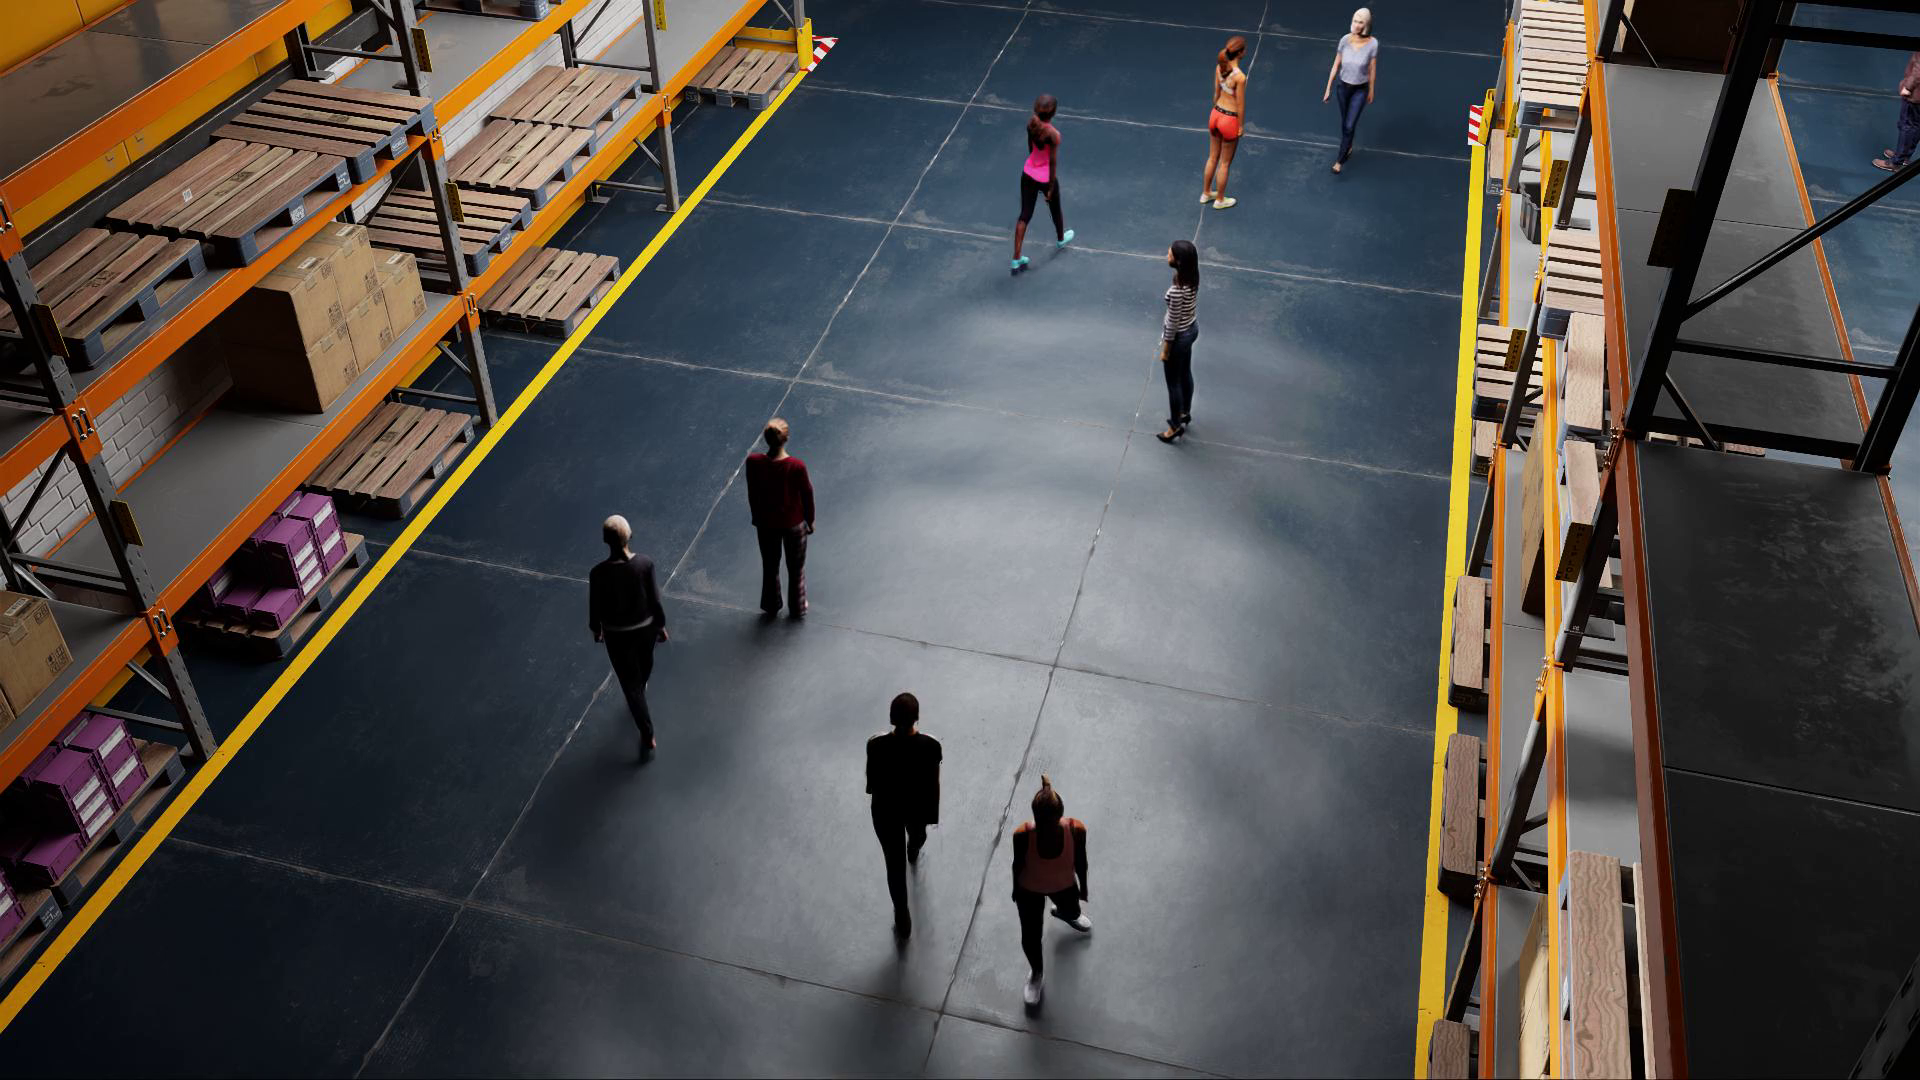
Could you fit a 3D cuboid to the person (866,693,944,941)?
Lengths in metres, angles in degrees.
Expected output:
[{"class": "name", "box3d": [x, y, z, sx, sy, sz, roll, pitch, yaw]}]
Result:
[{"class": "person", "box3d": [-0.329, 1.592, 9.560, 0.843, 1.630, 1.159, -2, 39, -3]}]

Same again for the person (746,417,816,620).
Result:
[{"class": "person", "box3d": [-1.258, -0.156, 11.696, 0.638, 1.697, 0.538, 5, 39, 6]}]

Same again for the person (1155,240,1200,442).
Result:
[{"class": "person", "box3d": [1.776, -1.607, 13.437, 0.673, 1.792, 0.526, 17, 42, 20]}]

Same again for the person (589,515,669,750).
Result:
[{"class": "person", "box3d": [-2.119, 0.611, 10.746, 1.042, 1.683, 1.157, -15, 41, -18]}]

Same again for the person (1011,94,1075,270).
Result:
[{"class": "person", "box3d": [0.689, -3.353, 15.718, 0.844, 1.675, 1.174, 25, 45, 28]}]

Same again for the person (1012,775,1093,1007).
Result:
[{"class": "person", "box3d": [0.486, 1.864, 9.226, 0.868, 1.623, 0.987, -7, 39, -8]}]

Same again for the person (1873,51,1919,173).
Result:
[{"class": "person", "box3d": [10.042, -4.762, 17.345, 0.819, 1.845, 0.928, -30, 47, -32]}]

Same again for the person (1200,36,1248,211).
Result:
[{"class": "person", "box3d": [2.656, -4.176, 16.657, 0.718, 1.789, 0.668, -23, 44, -26]}]

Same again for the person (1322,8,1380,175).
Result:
[{"class": "person", "box3d": [4.154, -4.754, 17.457, 0.822, 1.693, 1.063, 22, 44, 26]}]
